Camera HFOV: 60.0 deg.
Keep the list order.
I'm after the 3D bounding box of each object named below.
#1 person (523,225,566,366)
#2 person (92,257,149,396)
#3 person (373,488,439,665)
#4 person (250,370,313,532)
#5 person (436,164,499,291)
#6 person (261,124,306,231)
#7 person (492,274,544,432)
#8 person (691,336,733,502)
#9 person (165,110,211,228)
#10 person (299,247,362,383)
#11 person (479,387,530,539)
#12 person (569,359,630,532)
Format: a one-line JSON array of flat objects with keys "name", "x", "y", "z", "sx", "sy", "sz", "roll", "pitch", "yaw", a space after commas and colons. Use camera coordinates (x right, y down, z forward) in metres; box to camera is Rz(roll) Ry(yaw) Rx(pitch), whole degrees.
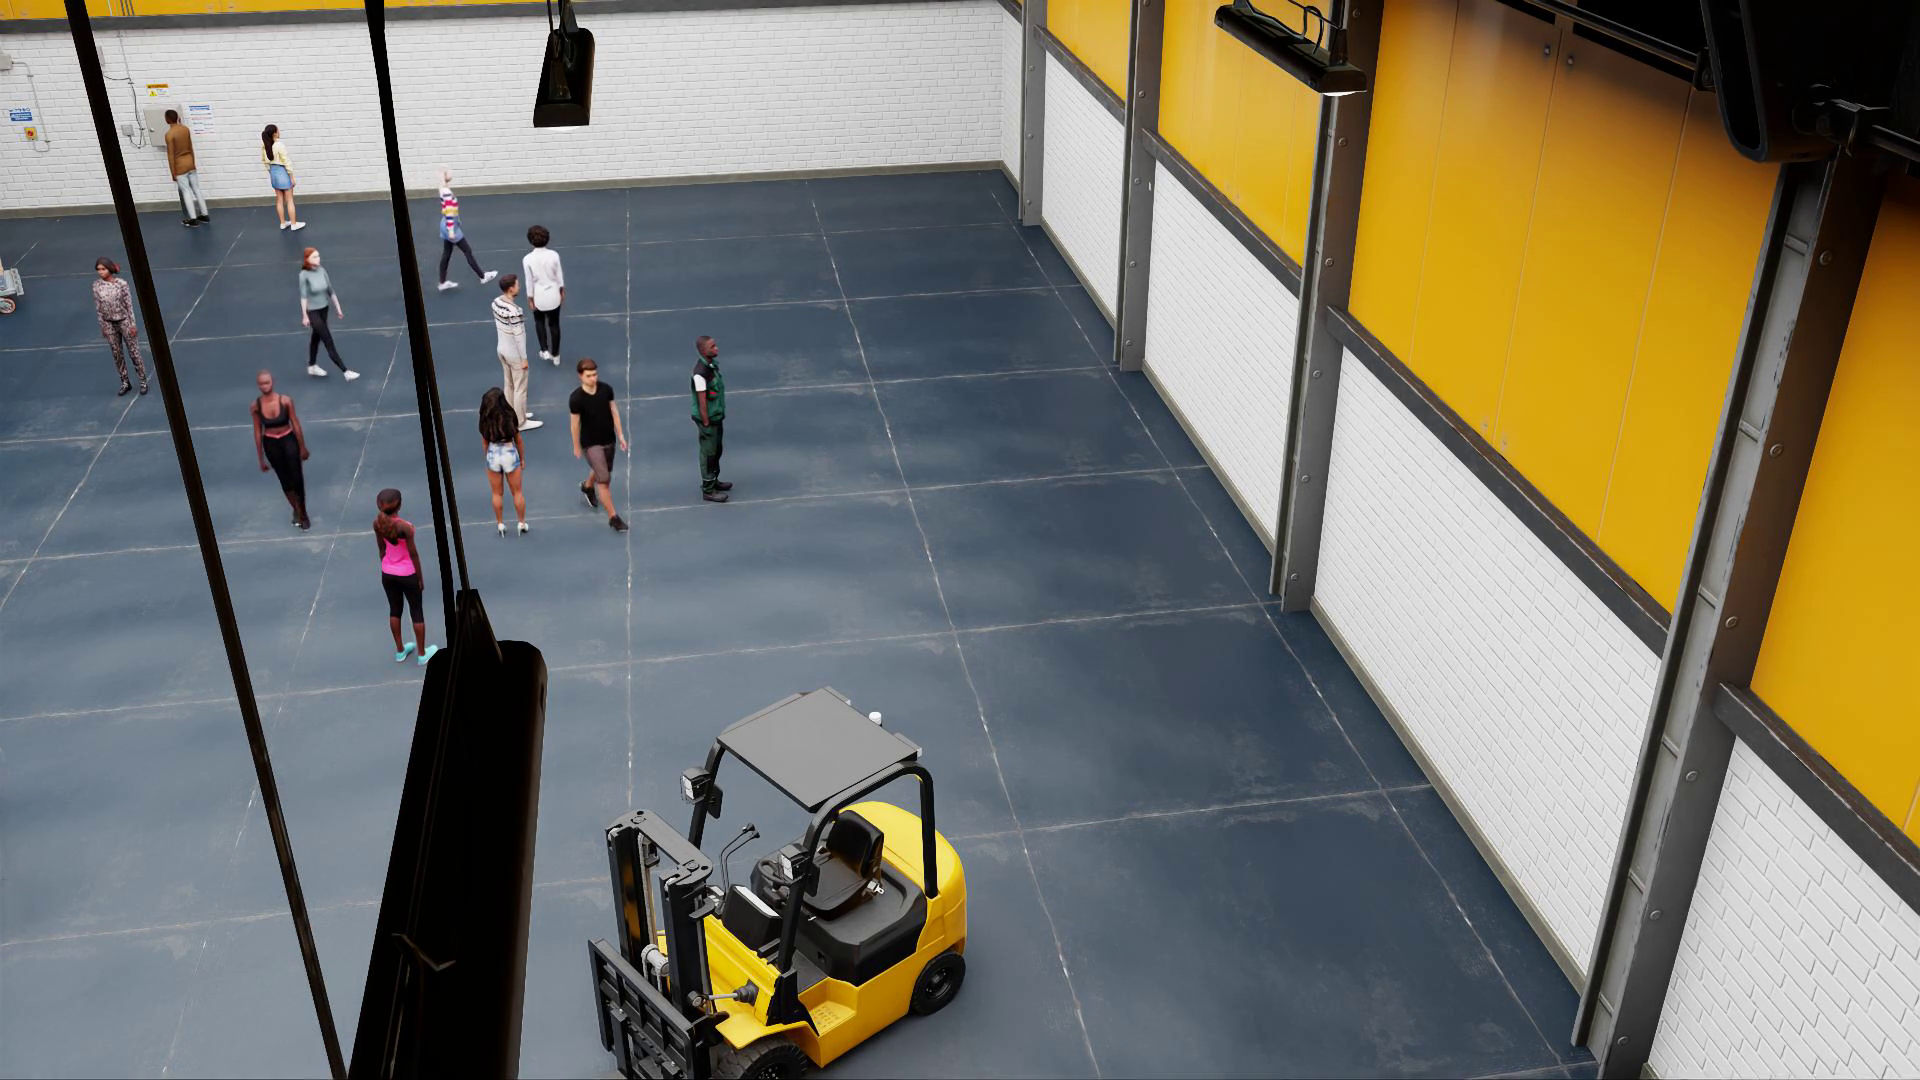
[{"name": "person", "x": -5.180, "y": -3.051, "z": 20.892, "sx": 0.699, "sy": 1.798, "sz": 0.718, "roll": -10, "pitch": 30, "yaw": -18}, {"name": "person", "x": -10.183, "y": -2.598, "z": 20.148, "sx": 0.580, "sy": 1.714, "sz": 0.570, "roll": -3, "pitch": 29, "yaw": -6}, {"name": "person", "x": -4.979, "y": 0.318, "z": 14.793, "sx": 0.629, "sy": 1.724, "sz": 0.657, "roll": 7, "pitch": 29, "yaw": 12}, {"name": "person", "x": -6.975, "y": -0.974, "z": 17.143, "sx": 0.656, "sy": 1.742, "sz": 0.731, "roll": -8, "pitch": 30, "yaw": -14}, {"name": "person", "x": -7.221, "y": -4.348, "z": 23.300, "sx": 0.931, "sy": 1.770, "sz": 1.089, "roll": -13, "pitch": 31, "yaw": -23}, {"name": "person", "x": -10.545, "y": -5.637, "z": 25.806, "sx": 0.729, "sy": 1.631, "sz": 0.732, "roll": 10, "pitch": 30, "yaw": 18}, {"name": "person", "x": -5.182, "y": -2.180, "z": 19.243, "sx": 0.817, "sy": 1.848, "sz": 0.696, "roll": -22, "pitch": 35, "yaw": -34}, {"name": "person", "x": -2.663, "y": -1.313, "z": 17.664, "sx": 0.802, "sy": 1.838, "sz": 0.617, "roll": 2, "pitch": 29, "yaw": 3}, {"name": "person", "x": -12.082, "y": -5.810, "z": 25.930, "sx": 0.782, "sy": 1.816, "sz": 0.685, "roll": 12, "pitch": 31, "yaw": 21}, {"name": "person", "x": -7.965, "y": -2.765, "z": 20.475, "sx": 1.035, "sy": 1.695, "sz": 1.113, "roll": 11, "pitch": 31, "yaw": 20}, {"name": "person", "x": -4.644, "y": -0.781, "z": 16.918, "sx": 0.554, "sy": 1.619, "sz": 0.569, "roll": -4, "pitch": 29, "yaw": -7}, {"name": "person", "x": -3.784, "y": -1.050, "z": 17.187, "sx": 1.282, "sy": 1.833, "sz": 1.114, "roll": 25, "pitch": 37, "yaw": 38}]
